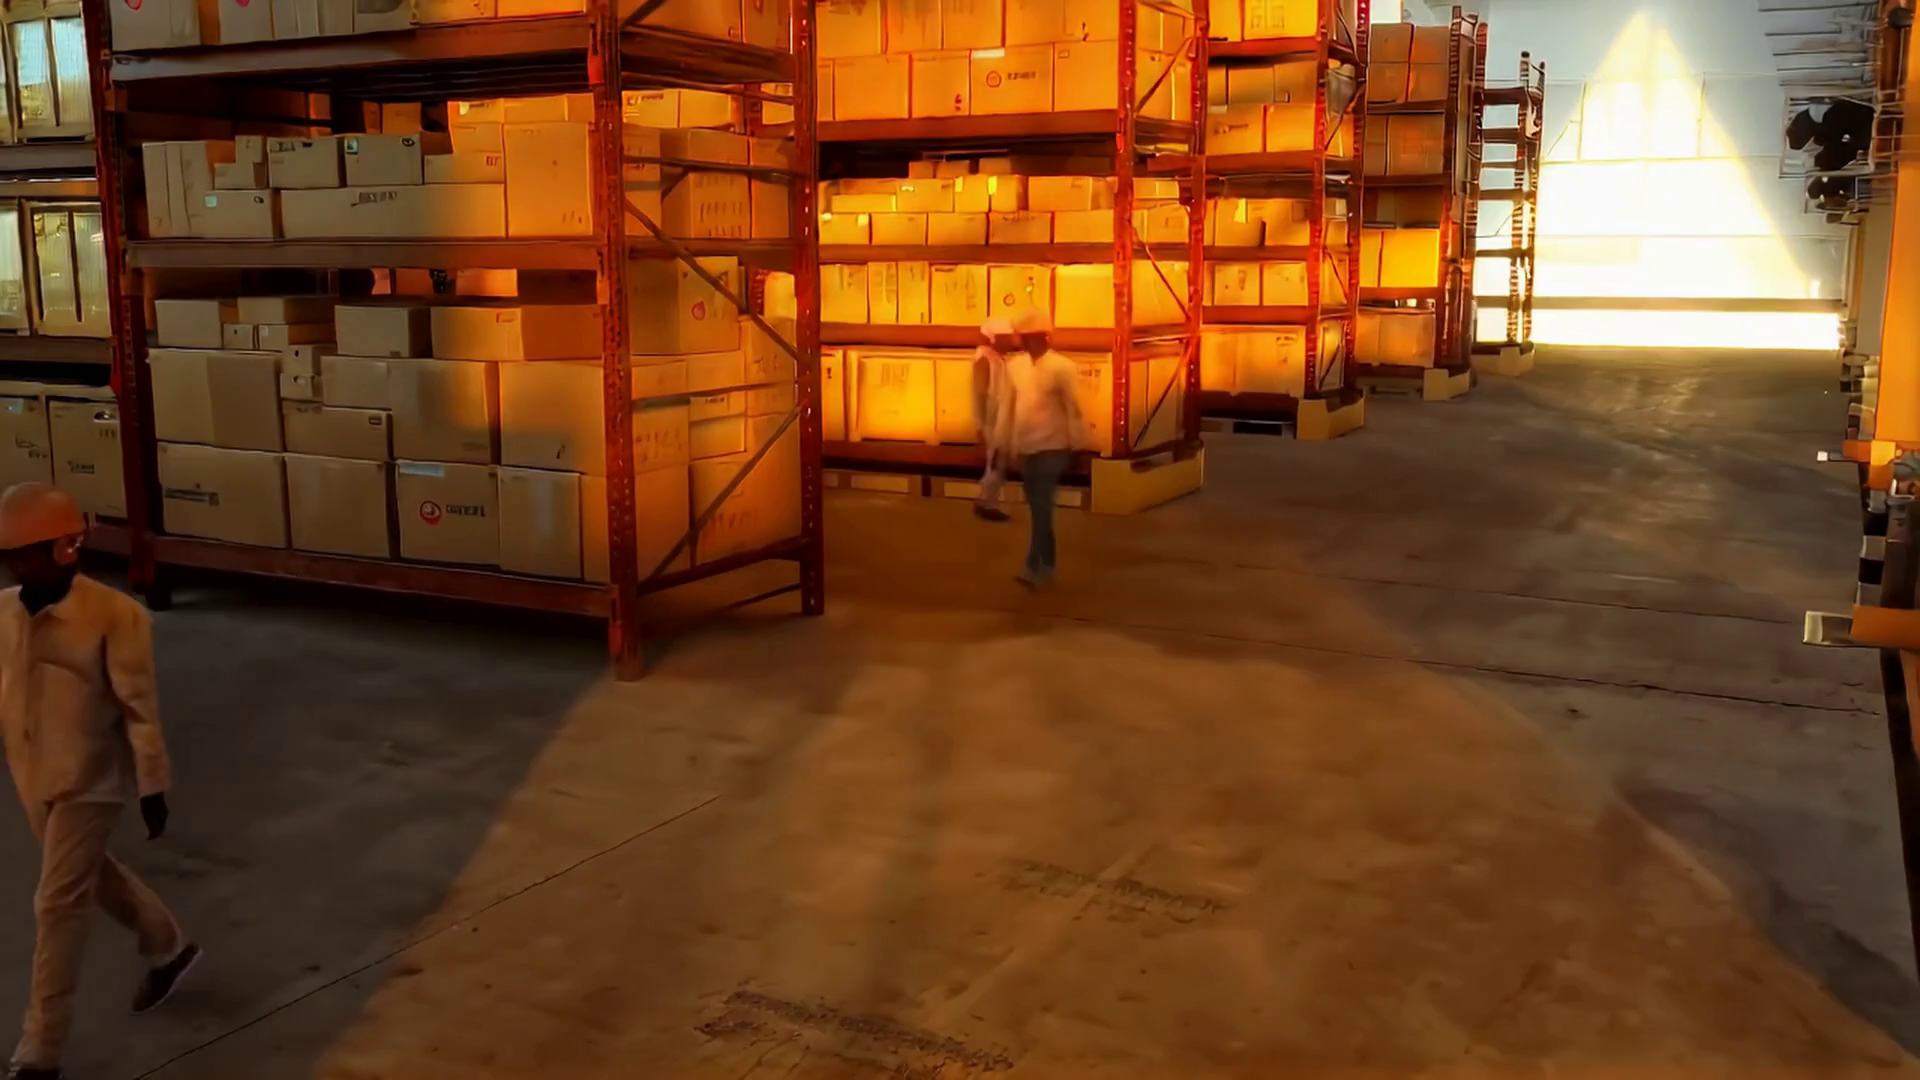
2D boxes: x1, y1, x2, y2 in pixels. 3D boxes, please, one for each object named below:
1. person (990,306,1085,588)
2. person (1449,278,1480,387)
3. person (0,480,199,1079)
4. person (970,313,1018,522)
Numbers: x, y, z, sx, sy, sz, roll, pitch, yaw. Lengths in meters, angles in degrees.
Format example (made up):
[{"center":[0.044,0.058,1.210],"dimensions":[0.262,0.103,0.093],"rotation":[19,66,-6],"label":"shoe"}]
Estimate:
[{"center":[0.497,-0.650,11.692],"dimensions":[0.655,1.946,0.967],"rotation":[6,11,31],"label":"person"},{"center":[8.814,-3.610,29.010],"dimensions":[0.547,1.910,0.925],"rotation":[-5,11,-25],"label":"person"},{"center":[-2.574,0.660,4.819],"dimensions":[0.580,1.709,0.900],"rotation":[3,10,18],"label":"person"},{"center":[0.315,-1.042,14.345],"dimensions":[0.433,1.816,0.620],"rotation":[3,10,16],"label":"person"}]
